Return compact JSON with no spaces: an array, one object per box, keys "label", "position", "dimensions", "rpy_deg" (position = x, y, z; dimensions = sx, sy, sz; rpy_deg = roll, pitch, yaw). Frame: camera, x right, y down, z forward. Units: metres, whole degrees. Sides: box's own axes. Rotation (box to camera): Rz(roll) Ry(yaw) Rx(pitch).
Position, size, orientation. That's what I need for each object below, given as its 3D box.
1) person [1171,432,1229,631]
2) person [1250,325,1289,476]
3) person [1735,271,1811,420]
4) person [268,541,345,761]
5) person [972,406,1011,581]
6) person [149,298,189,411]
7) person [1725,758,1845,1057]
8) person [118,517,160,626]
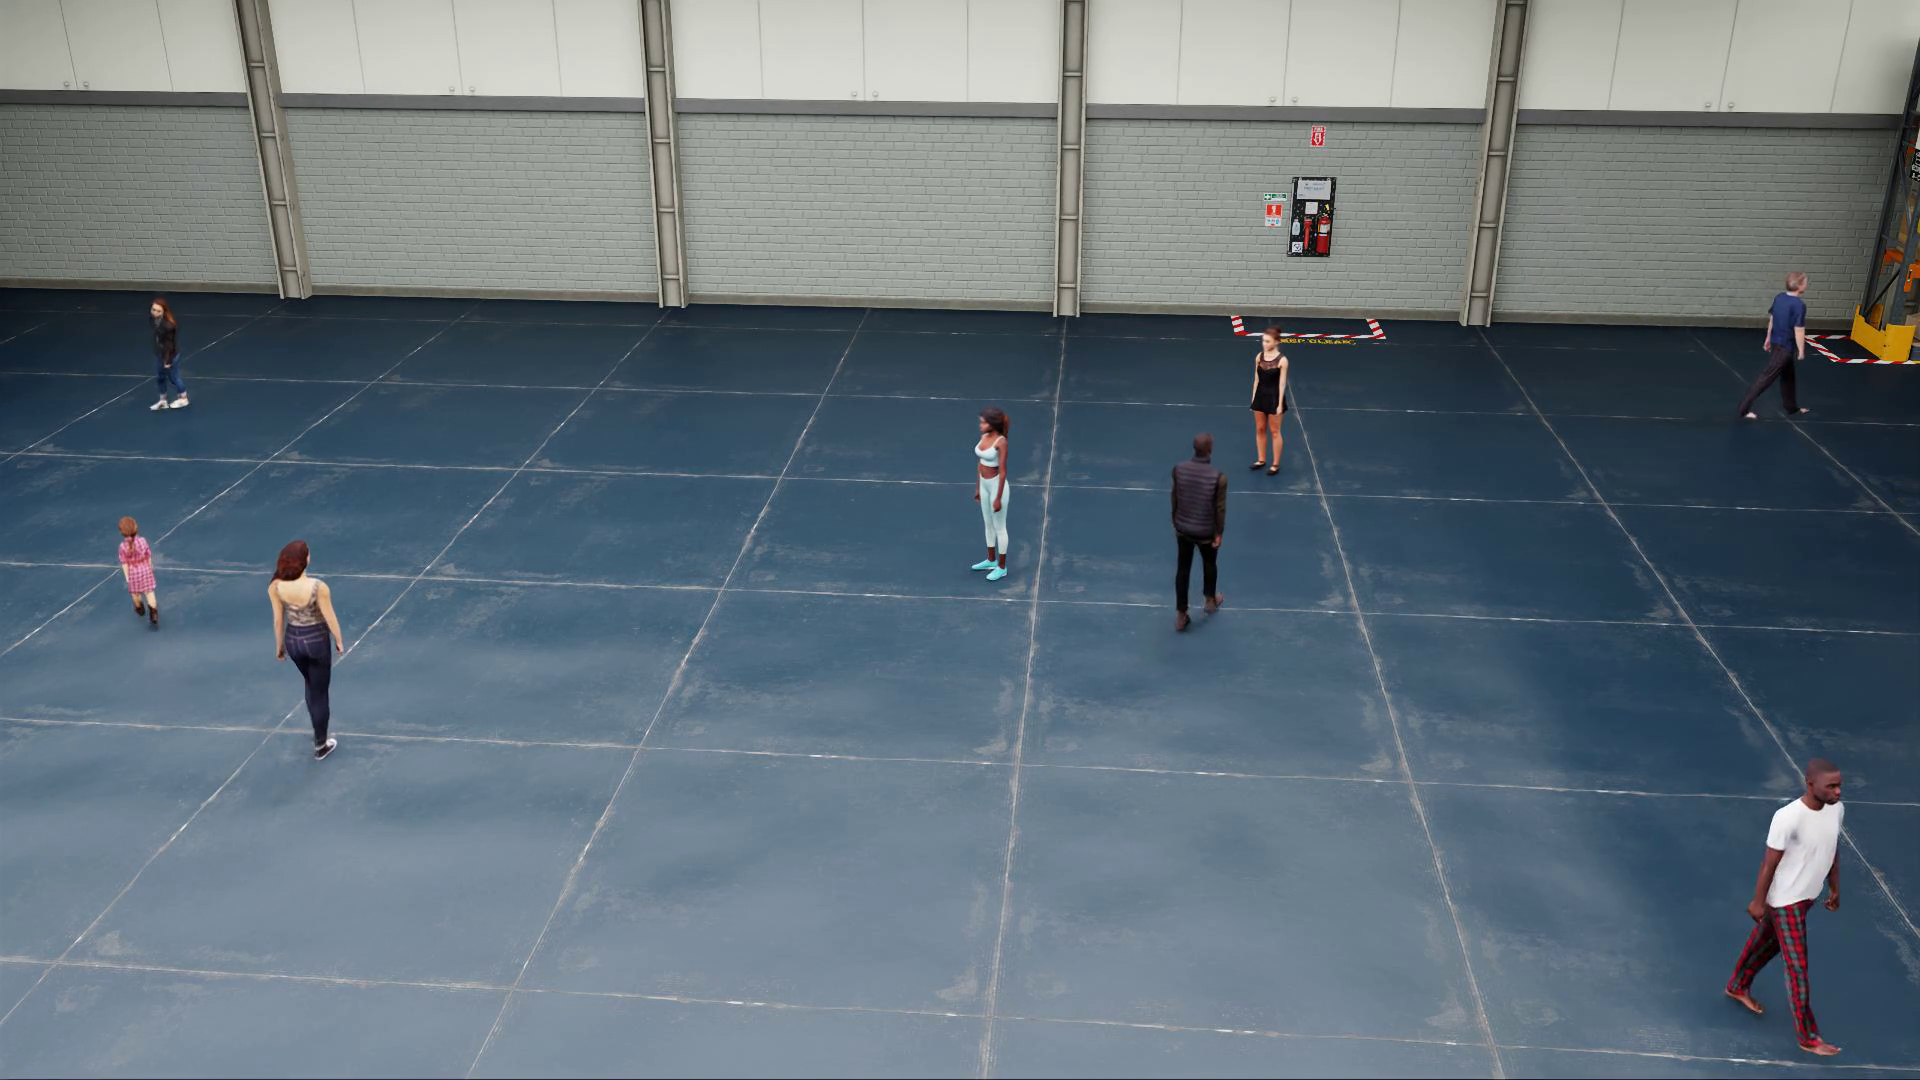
[{"label":"person","position":[2.064,-0.053,14.806],"dimensions":[1.018,1.809,0.985],"rpy_deg":[10,25,23]},{"label":"person","position":[3.460,-1.571,18.541],"dimensions":[0.753,1.680,0.683],"rpy_deg":[-21,31,-40]},{"label":"person","position":[9.842,-2.296,20.068],"dimensions":[1.258,1.819,0.817],"rpy_deg":[-2,23,-5]},{"label":"person","position":[-5.000,0.879,12.685],"dimensions":[0.609,1.753,0.702],"rpy_deg":[1,23,2]},{"label":"person","position":[0.319,-0.468,15.888],"dimensions":[0.693,1.726,0.653],"rpy_deg":[-14,27,-29]},{"label":"person","position":[-9.794,-2.309,20.578],"dimensions":[0.756,1.444,0.814],"rpy_deg":[19,29,37]},{"label":"person","position":[4.842,2.059,9.846],"dimensions":[1.097,1.804,1.088],"rpy_deg":[-13,26,-28]},{"label":"person","position":[-7.412,0.281,15.032],"dimensions":[0.718,1.018,0.758],"rpy_deg":[-16,28,-33]}]
